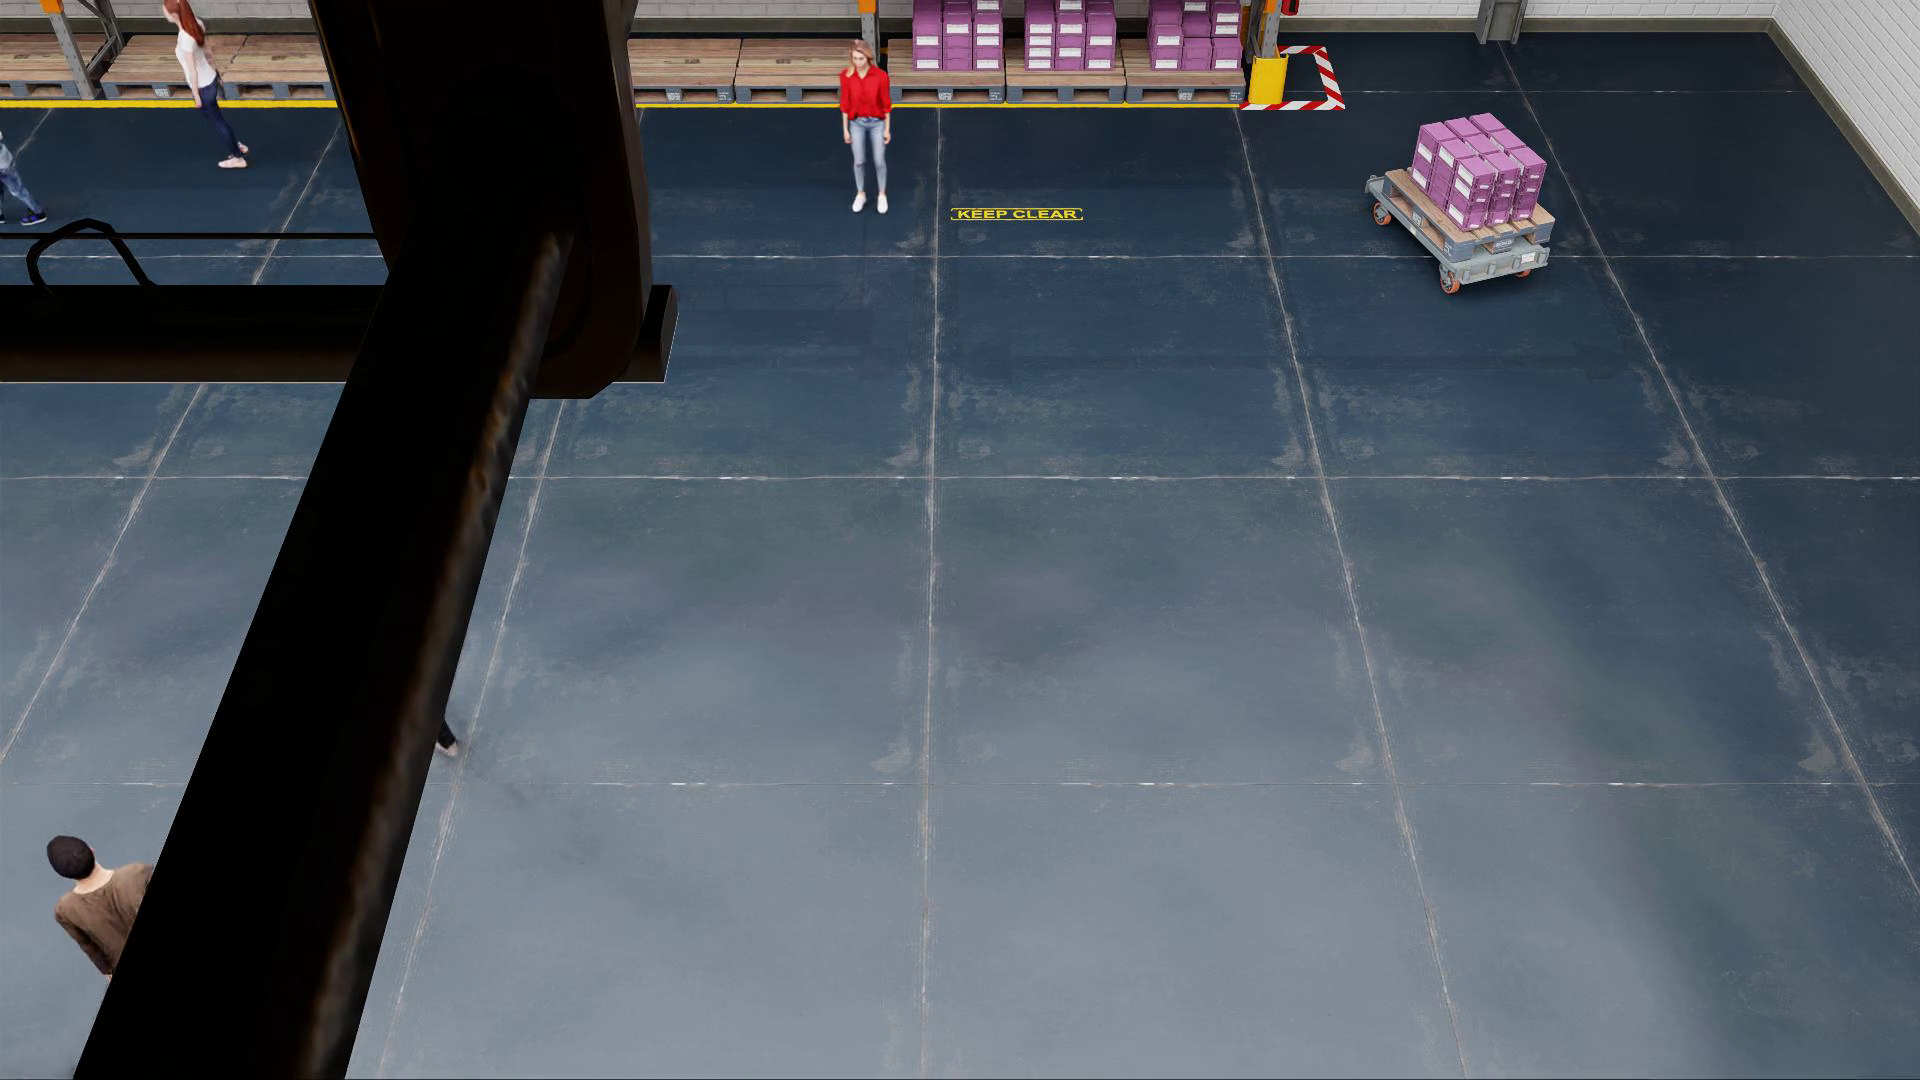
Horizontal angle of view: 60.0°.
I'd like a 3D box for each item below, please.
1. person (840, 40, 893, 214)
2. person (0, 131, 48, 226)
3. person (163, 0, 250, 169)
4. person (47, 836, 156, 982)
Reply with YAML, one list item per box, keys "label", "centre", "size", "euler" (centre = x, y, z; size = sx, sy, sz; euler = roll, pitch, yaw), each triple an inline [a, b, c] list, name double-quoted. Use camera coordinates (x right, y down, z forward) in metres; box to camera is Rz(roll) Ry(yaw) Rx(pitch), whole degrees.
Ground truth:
- label: "person"
  centre: [-0.827, -3.726, 14.946]
  size: [0.492, 1.697, 0.691]
  euler: [2, 44, 2]
- label: "person"
  centre: [-8.555, -3.380, 14.916]
  size: [0.853, 1.238, 0.686]
  euler: [-18, 47, -18]
- label: "person"
  centre: [-6.914, -4.227, 15.450]
  size: [0.592, 1.729, 0.609]
  euler: [-3, 44, -3]
- label: "person"
  centre: [-4.195, 2.187, 8.626]
  size: [1.167, 1.853, 1.051]
  euler: [-18, 47, -18]
